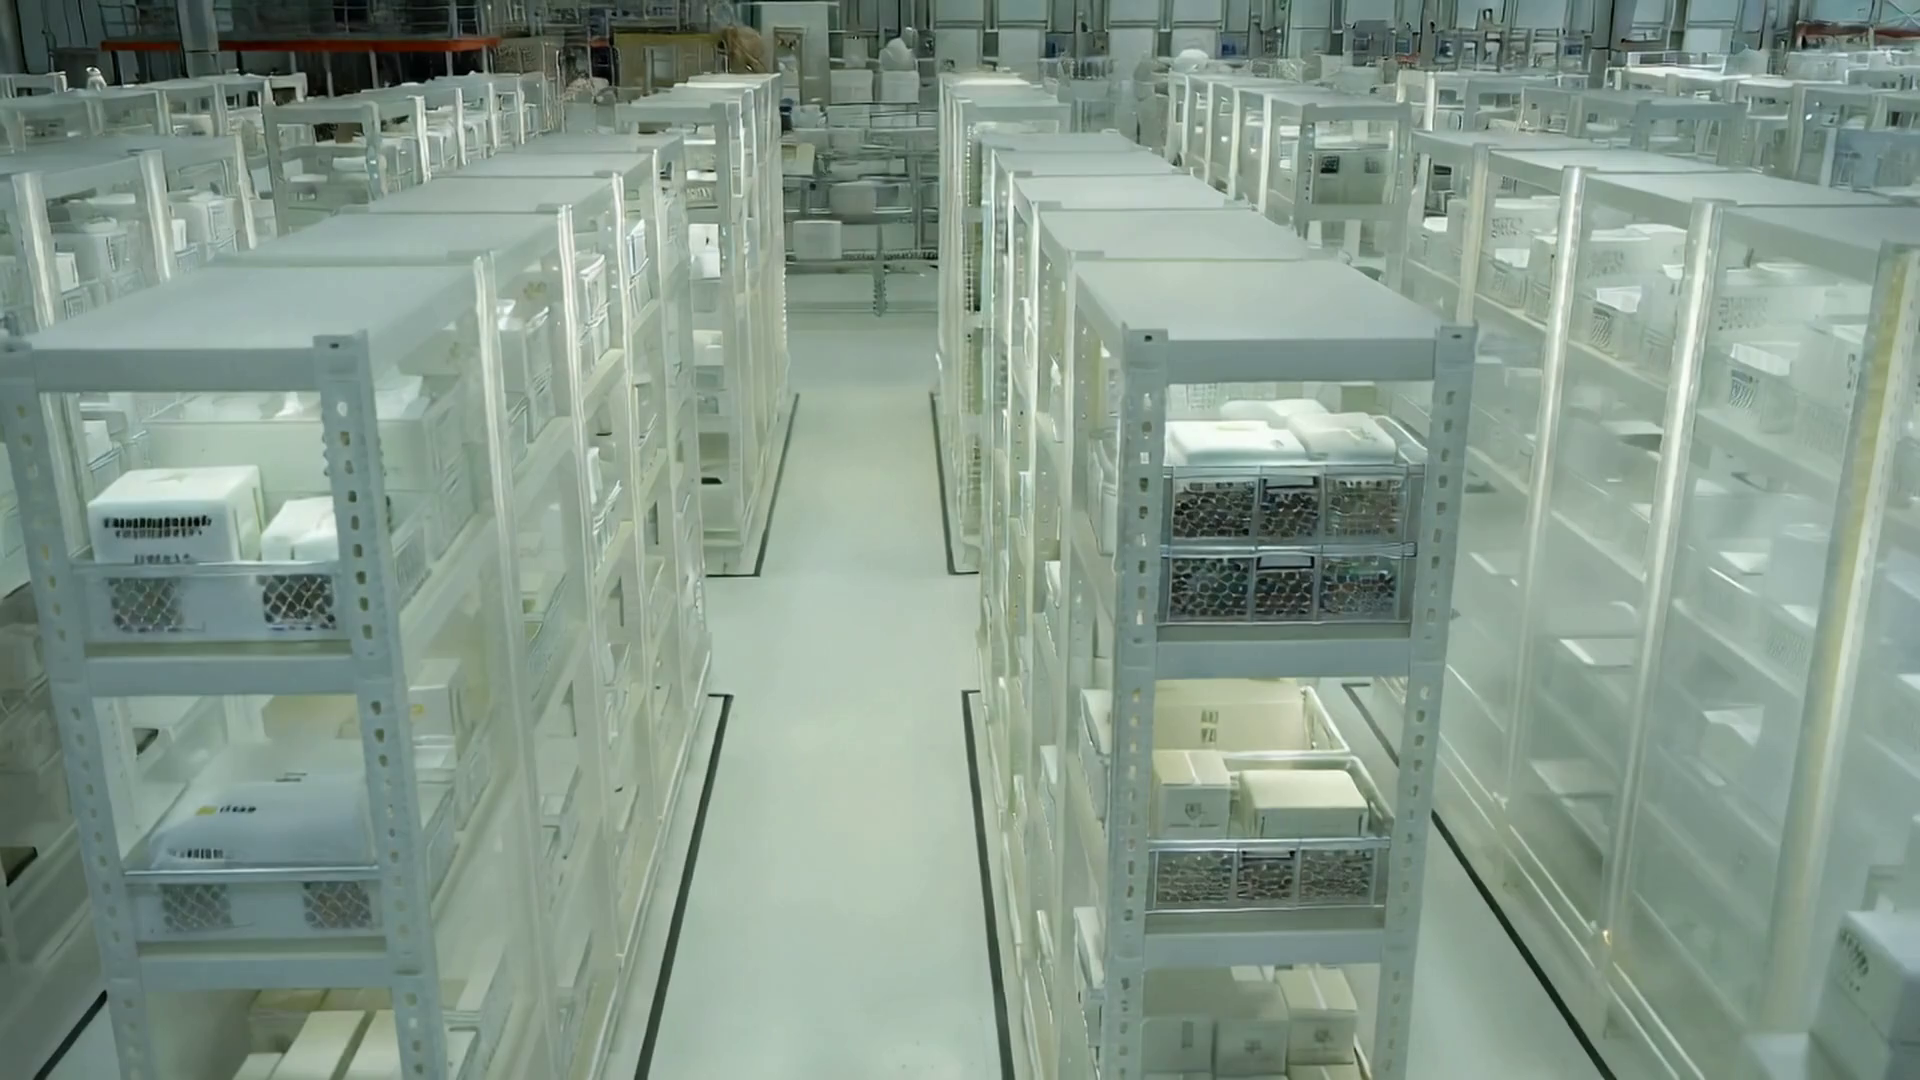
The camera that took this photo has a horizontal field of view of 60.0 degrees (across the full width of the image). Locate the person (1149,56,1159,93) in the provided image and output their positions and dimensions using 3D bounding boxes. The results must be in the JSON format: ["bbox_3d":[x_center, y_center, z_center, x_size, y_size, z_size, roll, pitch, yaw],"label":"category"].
[{"bbox_3d":[9.631,-23.124,82.640,0.487,1.745,0.292,3,18,10],"label":"person"}]

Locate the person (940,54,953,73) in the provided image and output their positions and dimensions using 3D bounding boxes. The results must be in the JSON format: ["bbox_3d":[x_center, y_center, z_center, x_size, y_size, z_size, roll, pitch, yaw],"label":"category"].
[{"bbox_3d":[-0.655,-22.585,80.666,0.630,1.935,0.366,2,18,6],"label":"person"}]

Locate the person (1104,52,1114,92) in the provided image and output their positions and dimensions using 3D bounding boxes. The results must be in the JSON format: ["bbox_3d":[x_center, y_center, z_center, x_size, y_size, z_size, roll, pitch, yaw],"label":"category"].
[{"bbox_3d":[7.475,-23.449,83.331,0.401,1.942,0.602,-8,19,-23],"label":"person"}]

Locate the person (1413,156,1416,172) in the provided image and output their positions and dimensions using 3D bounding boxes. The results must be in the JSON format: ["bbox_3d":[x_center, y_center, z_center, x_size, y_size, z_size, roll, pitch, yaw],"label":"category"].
[{"bbox_3d":[11.976,-10.618,44.081,0.541,1.661,0.865,1,18,2],"label":"person"}]

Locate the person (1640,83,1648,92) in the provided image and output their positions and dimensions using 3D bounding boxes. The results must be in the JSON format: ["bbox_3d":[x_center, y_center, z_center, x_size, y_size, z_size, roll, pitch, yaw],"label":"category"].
[{"bbox_3d":[31.277,-20.966,75.827,0.504,1.827,0.418,-16,24,-41],"label":"person"}]

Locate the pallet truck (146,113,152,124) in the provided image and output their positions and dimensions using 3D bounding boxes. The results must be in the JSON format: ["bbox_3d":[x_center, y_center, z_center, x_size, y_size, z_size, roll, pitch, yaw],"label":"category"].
[{"bbox_3d":[-18.087,-8.309,36.390,1.885,1.965,0.823,-1,18,-4],"label":"pallet truck"}]

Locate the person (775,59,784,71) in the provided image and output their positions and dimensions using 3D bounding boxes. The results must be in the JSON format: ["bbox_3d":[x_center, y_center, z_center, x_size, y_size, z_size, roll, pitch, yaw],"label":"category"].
[{"bbox_3d":[-8.807,-22.749,81.346,0.431,1.836,0.619,-10,20,-27],"label":"person"}]

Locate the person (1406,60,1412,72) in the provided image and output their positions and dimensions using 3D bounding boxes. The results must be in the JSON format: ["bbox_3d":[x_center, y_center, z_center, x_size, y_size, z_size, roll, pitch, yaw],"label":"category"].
[{"bbox_3d":[20.678,-21.192,76.648,0.413,1.758,0.536,0,18,1],"label":"person"}]

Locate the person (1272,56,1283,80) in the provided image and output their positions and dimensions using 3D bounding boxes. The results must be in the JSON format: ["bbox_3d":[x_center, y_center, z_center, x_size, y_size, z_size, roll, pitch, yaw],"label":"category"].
[{"bbox_3d":[15.580,-22.873,81.744,0.751,1.817,0.633,-16,24,-40],"label":"person"}]

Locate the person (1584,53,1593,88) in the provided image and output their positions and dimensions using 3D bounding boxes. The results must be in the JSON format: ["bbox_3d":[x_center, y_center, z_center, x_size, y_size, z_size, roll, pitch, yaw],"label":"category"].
[{"bbox_3d":[31.202,-23.221,82.670,0.674,1.911,0.644,10,20,28],"label":"person"}]

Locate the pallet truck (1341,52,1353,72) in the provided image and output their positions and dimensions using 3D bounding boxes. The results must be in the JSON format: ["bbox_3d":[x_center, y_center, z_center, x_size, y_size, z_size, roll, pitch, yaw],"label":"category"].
[{"bbox_3d":[18.794,-23.123,82.231,0.823,1.965,1.885,-13,22,-35],"label":"pallet truck"}]

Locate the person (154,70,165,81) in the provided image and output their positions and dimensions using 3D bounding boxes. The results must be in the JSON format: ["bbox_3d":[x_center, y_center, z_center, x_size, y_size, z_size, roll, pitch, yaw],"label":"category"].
[{"bbox_3d":[-30.091,-16.718,62.598,0.361,1.882,0.577,0,18,1],"label":"person"}]

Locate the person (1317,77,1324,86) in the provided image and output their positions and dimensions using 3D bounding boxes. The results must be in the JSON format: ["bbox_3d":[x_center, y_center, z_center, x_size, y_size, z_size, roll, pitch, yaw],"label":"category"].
[{"bbox_3d":[12.238,-14.859,56.872,0.317,1.865,0.523,2,18,5],"label":"person"}]

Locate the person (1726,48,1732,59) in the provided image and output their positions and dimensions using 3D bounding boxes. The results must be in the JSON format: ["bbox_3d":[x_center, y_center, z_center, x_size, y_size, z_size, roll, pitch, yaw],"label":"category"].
[{"bbox_3d":[41.618,-25.671,90.234,0.368,1.932,0.622,1,18,3],"label":"person"}]

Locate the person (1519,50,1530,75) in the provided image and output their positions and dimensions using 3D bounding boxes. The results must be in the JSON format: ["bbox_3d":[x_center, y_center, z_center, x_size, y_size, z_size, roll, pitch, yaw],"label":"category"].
[{"bbox_3d":[30.002,-25.077,88.395,0.644,1.923,0.567,-12,21,-32],"label":"person"}]

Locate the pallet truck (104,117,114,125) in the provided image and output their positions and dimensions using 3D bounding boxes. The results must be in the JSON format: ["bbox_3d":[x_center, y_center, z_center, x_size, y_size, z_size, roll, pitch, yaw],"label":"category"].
[{"bbox_3d":[-18.367,-7.885,35.078,1.885,1.965,0.823,1,18,2],"label":"pallet truck"}]

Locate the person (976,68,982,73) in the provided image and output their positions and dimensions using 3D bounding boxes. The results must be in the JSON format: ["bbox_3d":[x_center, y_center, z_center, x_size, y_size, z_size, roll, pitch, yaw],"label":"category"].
[{"bbox_3d":[0.764,-17.429,64.845,0.503,1.860,0.330,-11,21,-30],"label":"person"}]

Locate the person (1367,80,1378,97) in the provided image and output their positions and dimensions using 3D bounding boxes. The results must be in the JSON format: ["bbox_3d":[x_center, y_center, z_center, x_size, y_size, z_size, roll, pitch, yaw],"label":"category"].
[{"bbox_3d":[14.194,-14.943,57.283,0.957,1.777,0.608,2,18,5],"label":"person"}]

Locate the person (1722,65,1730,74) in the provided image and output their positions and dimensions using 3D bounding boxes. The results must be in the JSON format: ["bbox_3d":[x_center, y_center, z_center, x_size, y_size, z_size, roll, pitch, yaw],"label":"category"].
[{"bbox_3d":[33.713,-20.112,73.073,0.547,1.906,0.899,15,23,38],"label":"person"}]

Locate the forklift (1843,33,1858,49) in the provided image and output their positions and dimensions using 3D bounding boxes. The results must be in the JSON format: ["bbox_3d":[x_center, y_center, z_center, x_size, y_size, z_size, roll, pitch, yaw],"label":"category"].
[{"bbox_3d":[44.508,-23.936,83.335,1.873,2.768,1.129,-2,18,-7],"label":"forklift"}]

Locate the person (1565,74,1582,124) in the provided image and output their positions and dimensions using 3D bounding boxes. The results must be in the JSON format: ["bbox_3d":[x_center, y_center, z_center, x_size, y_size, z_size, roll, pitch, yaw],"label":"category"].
[{"bbox_3d":[20.685,-14.652,55.947,0.619,2.000,0.700,6,19,18],"label":"person"}]

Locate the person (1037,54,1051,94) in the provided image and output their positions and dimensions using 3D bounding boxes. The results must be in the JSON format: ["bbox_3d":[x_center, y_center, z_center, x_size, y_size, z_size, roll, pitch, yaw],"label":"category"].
[{"bbox_3d":[4.005,-22.622,80.835,0.781,1.905,0.590,-4,18,-13],"label":"person"}]

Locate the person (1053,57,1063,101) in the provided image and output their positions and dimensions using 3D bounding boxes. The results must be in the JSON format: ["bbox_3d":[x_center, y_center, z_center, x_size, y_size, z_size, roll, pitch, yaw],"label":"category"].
[{"bbox_3d":[4.344,-20.542,74.247,0.387,1.992,0.626,-10,20,-27],"label":"person"}]

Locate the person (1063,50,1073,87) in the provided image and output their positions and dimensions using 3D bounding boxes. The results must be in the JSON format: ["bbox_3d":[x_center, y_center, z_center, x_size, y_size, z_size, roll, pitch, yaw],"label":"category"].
[{"bbox_3d":[5.728,-24.861,87.778,0.350,1.898,0.717,-17,25,-42],"label":"person"}]

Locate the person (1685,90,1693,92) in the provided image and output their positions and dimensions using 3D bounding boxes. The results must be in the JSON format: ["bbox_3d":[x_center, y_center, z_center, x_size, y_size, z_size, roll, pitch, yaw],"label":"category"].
[{"bbox_3d":[27.416,-16.821,62.827,0.379,1.937,0.548,-17,24,-41],"label":"person"}]

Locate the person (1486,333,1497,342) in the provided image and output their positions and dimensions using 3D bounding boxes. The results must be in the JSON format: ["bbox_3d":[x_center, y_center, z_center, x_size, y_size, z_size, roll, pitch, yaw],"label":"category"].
[{"bbox_3d":[6.338,-3.070,20.375,0.881,1.875,0.651,3,18,8],"label":"person"}]

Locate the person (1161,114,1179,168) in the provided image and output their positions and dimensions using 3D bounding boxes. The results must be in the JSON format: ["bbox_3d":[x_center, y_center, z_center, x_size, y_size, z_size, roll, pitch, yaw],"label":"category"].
[{"bbox_3d":[5.199,-9.587,40.757,0.547,1.726,0.841,0,18,-1],"label":"person"}]

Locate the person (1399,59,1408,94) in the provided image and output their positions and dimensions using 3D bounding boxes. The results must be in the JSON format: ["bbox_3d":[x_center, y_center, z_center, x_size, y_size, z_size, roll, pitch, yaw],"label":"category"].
[{"bbox_3d":[21.749,-22.679,81.369,0.553,1.663,0.769,4,18,13],"label":"person"}]

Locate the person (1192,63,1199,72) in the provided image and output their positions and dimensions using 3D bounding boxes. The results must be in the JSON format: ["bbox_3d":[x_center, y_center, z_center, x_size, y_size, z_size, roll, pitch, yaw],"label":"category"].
[{"bbox_3d":[9.264,-17.798,65.708,0.601,2.035,0.402,5,18,14],"label":"person"}]

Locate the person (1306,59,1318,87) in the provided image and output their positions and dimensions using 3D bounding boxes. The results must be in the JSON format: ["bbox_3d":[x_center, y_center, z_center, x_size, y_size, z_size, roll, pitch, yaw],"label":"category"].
[{"bbox_3d":[15.864,-20.775,75.159,0.992,1.886,0.588,14,22,36],"label":"person"}]
